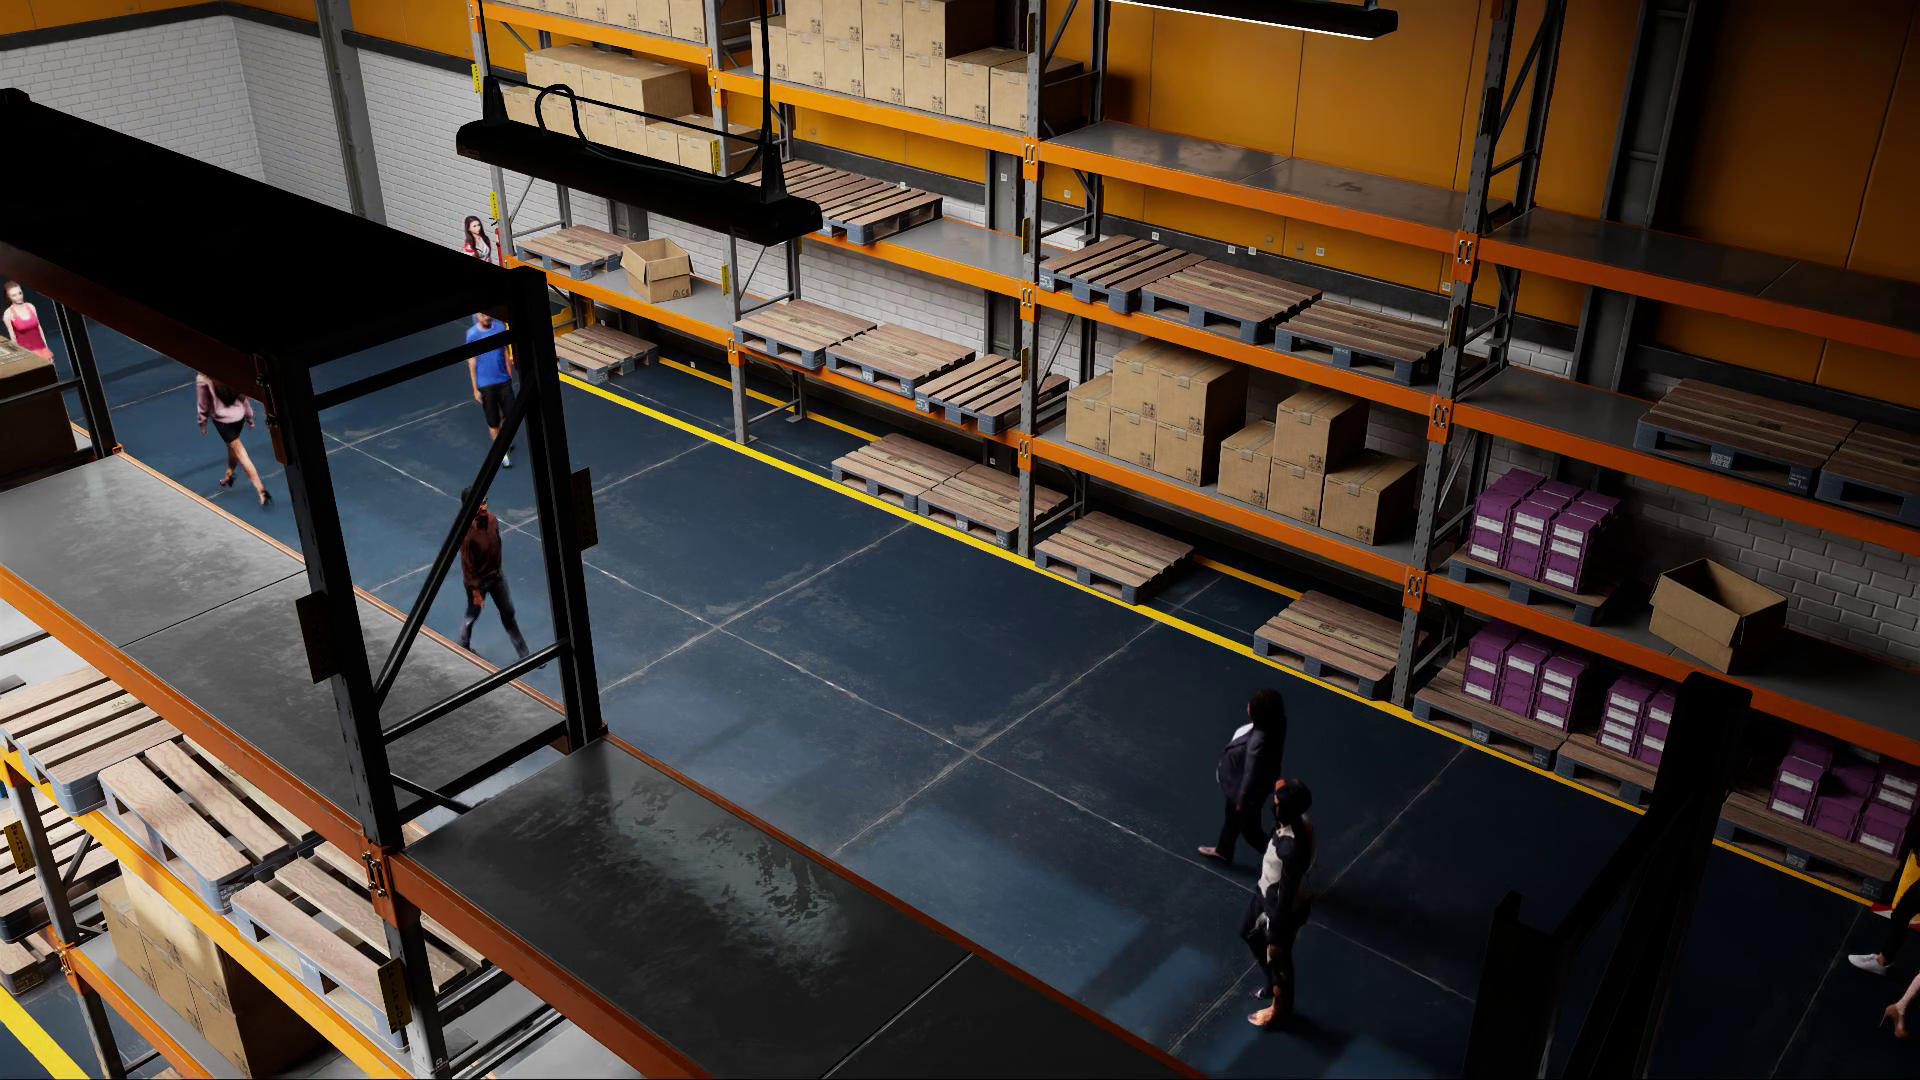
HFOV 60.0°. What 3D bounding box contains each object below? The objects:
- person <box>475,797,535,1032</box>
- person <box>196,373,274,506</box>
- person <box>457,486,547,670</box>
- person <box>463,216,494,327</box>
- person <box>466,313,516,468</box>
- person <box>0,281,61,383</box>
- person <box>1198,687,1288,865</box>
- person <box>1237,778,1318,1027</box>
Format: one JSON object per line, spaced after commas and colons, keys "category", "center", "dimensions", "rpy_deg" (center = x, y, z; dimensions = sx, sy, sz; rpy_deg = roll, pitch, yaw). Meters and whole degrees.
{"category": "person", "center": [-2.910, 2.299, 10.597], "dimensions": [0.918, 1.653, 1.129], "rpy_deg": [-13, 31, -23]}
{"category": "person", "center": [-7.302, -1.125, 16.767], "dimensions": [1.094, 1.755, 0.663], "rpy_deg": [20, 35, 33]}
{"category": "person", "center": [-4.115, 0.335, 14.115], "dimensions": [1.210, 1.732, 0.854], "rpy_deg": [14, 32, 24]}
{"category": "person", "center": [-6.018, -3.290, 20.886], "dimensions": [0.539, 1.612, 0.615], "rpy_deg": [17, 33, 28]}
{"category": "person", "center": [-5.001, -1.700, 17.717], "dimensions": [0.762, 1.855, 0.877], "rpy_deg": [-15, 32, -25]}
{"category": "person", "center": [-10.387, -2.070, 18.523], "dimensions": [0.811, 1.732, 0.624], "rpy_deg": [15, 32, 25]}
{"category": "person", "center": [2.118, 1.752, 11.683], "dimensions": [1.103, 1.573, 0.866], "rpy_deg": [10, 30, 18]}
{"category": "person", "center": [2.097, 2.276, 10.403], "dimensions": [0.865, 1.879, 0.829], "rpy_deg": [1, 29, 2]}
